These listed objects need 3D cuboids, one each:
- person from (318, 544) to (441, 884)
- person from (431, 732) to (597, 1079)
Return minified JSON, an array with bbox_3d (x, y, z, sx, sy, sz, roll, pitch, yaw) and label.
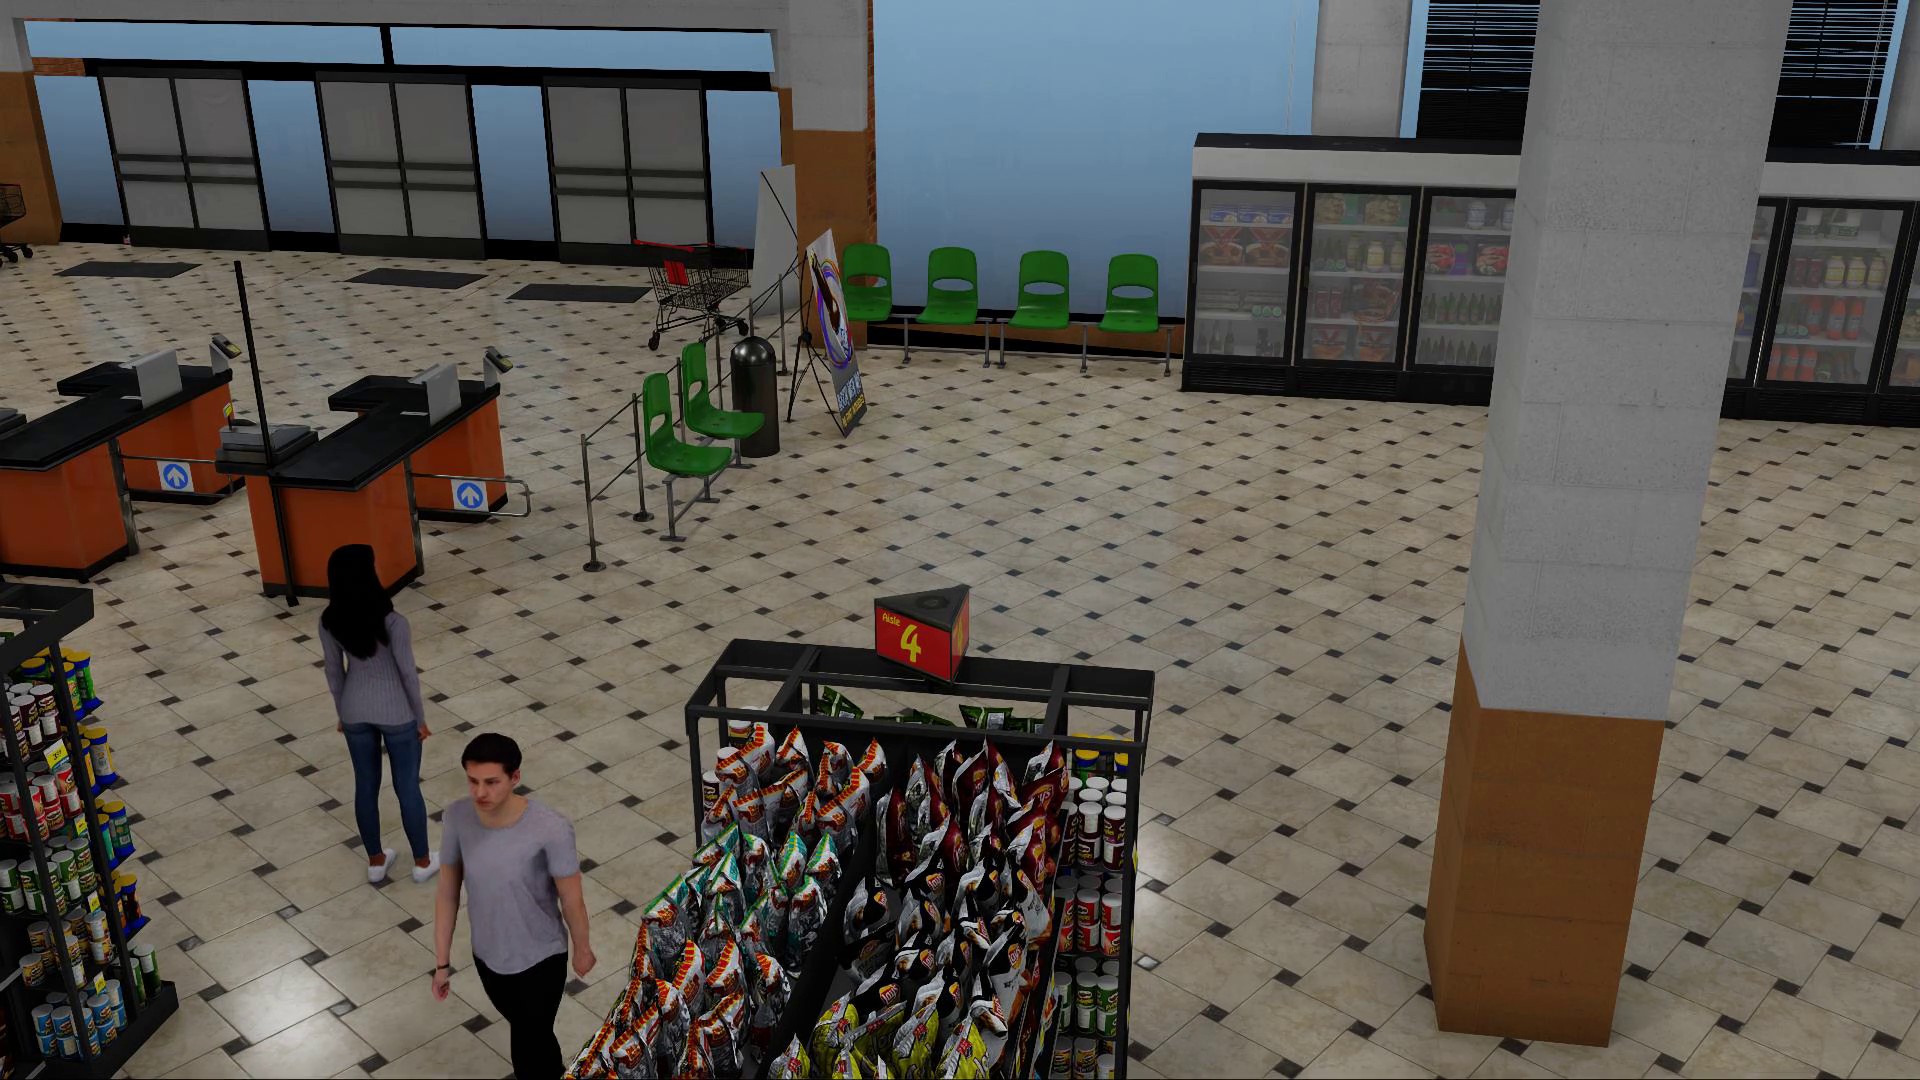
[{"bbox_3d":[-2.774,0.842,7.917,0.598,1.736,0.512,3,22,8],"label":"person"},{"bbox_3d":[-1.577,1.481,6.182,0.753,1.844,0.998,8,23,20],"label":"person"}]
